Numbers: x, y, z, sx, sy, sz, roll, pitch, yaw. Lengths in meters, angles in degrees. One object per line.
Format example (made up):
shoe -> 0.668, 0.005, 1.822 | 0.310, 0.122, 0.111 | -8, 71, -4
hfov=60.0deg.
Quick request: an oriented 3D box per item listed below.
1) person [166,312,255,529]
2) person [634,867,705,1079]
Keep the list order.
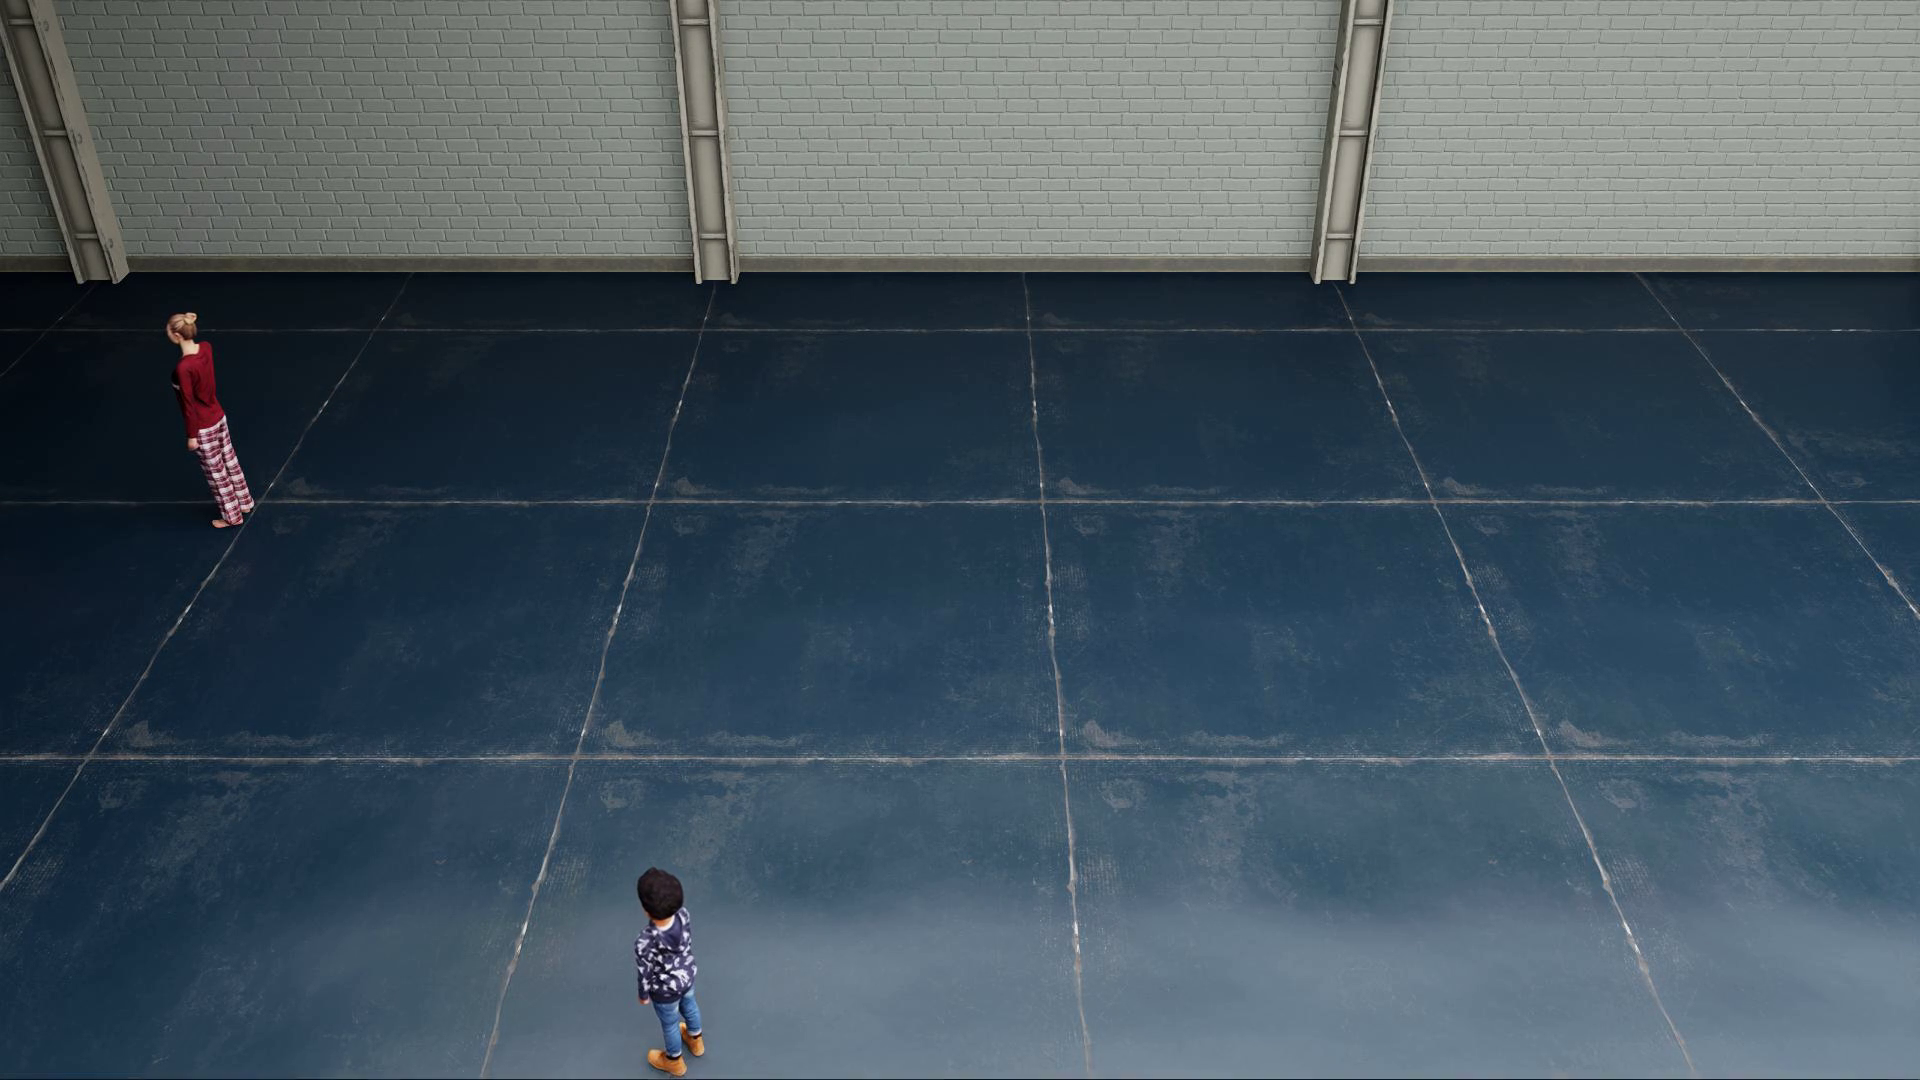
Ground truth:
person -> -5.479, -0.878, 12.080 | 0.491, 1.698, 0.616 | 1, 33, 1
person -> -1.394, 2.065, 7.966 | 0.635, 1.251, 0.585 | 23, 39, 31
